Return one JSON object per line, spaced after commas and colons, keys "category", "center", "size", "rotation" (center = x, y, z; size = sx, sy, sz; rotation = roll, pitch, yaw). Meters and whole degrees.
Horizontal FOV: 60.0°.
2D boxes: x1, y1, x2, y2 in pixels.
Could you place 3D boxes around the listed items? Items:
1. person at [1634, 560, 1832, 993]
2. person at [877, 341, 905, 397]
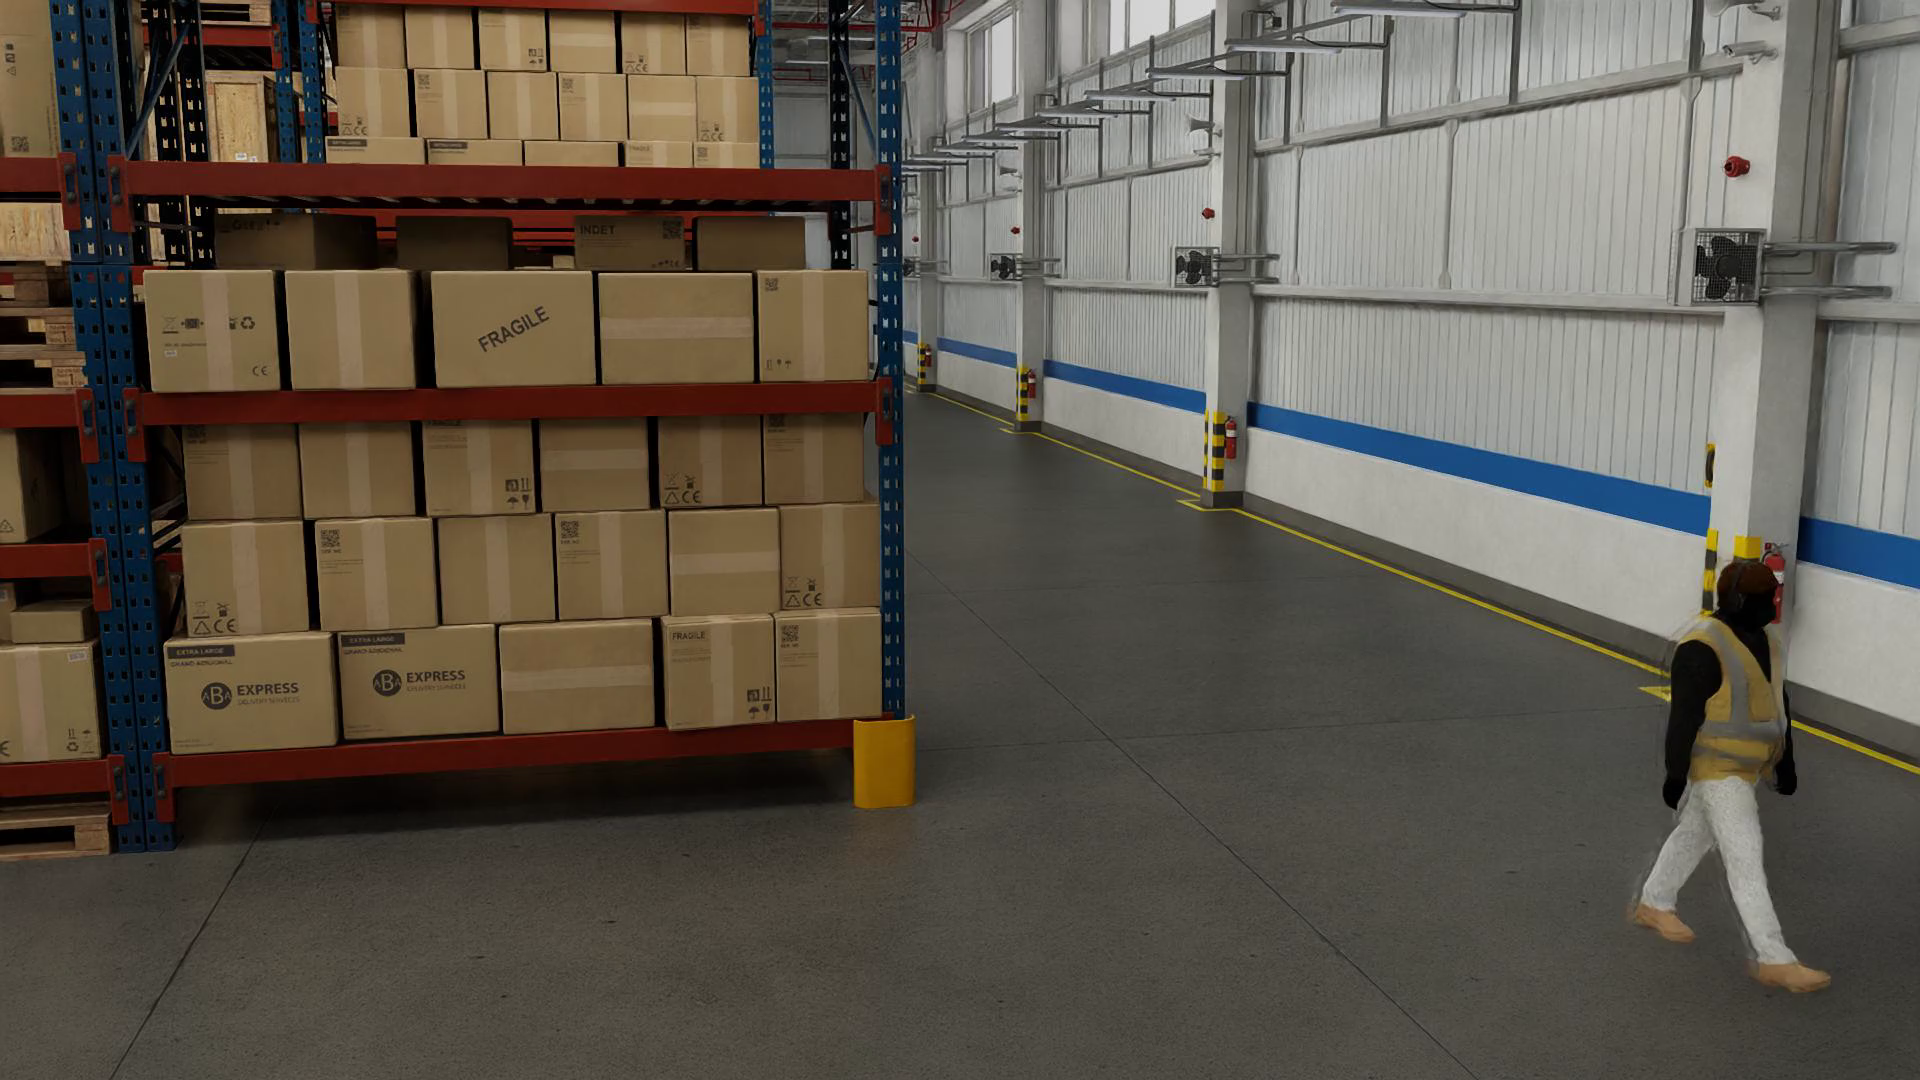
{"category": "person", "center": [3.360, 0.969, 7.212], "size": [0.646, 1.793, 0.954], "rotation": [-7, 12, -36]}
{"category": "person", "center": [-1.531, -3.768, 36.282], "size": [0.600, 1.712, 0.829], "rotation": [-3, 10, -15]}
